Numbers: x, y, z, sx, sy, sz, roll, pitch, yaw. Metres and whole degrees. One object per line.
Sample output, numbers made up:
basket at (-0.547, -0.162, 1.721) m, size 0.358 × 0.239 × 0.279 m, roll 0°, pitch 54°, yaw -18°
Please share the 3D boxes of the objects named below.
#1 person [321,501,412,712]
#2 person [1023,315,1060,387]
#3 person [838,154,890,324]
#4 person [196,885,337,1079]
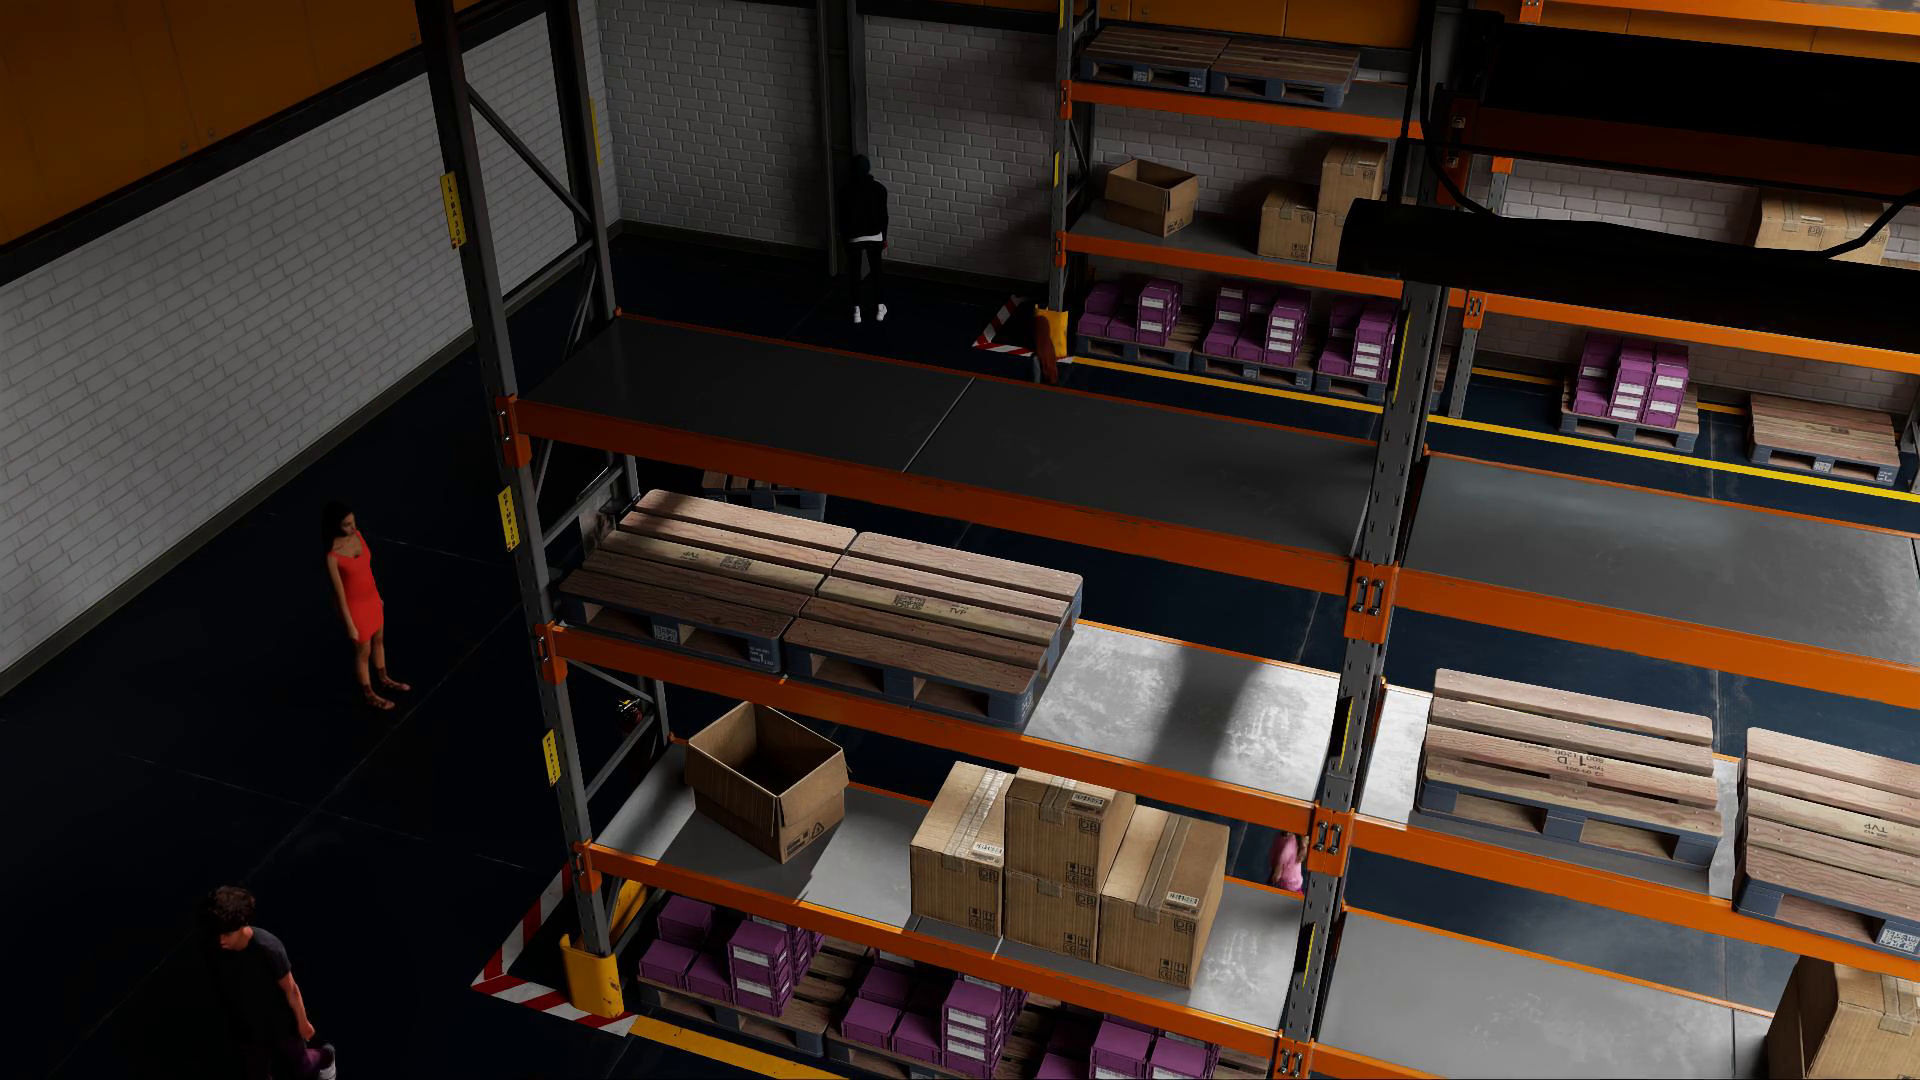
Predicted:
person at (-4.289, 0.461, 11.831) m, size 0.586 × 1.718 × 0.618 m, roll 6°, pitch 34°, yaw 9°
person at (0.767, -1.084, 14.171) m, size 1.119 × 1.702 × 0.741 m, roll 20°, pitch 38°, yaw 27°
person at (-0.988, -3.121, 17.134) m, size 0.700 × 1.815 × 0.823 m, roll -5°, pitch 34°, yaw -7°
person at (-3.641, 2.454, 8.789) m, size 0.915 × 1.768 × 0.824 m, roll 4°, pitch 34°, yaw 6°
